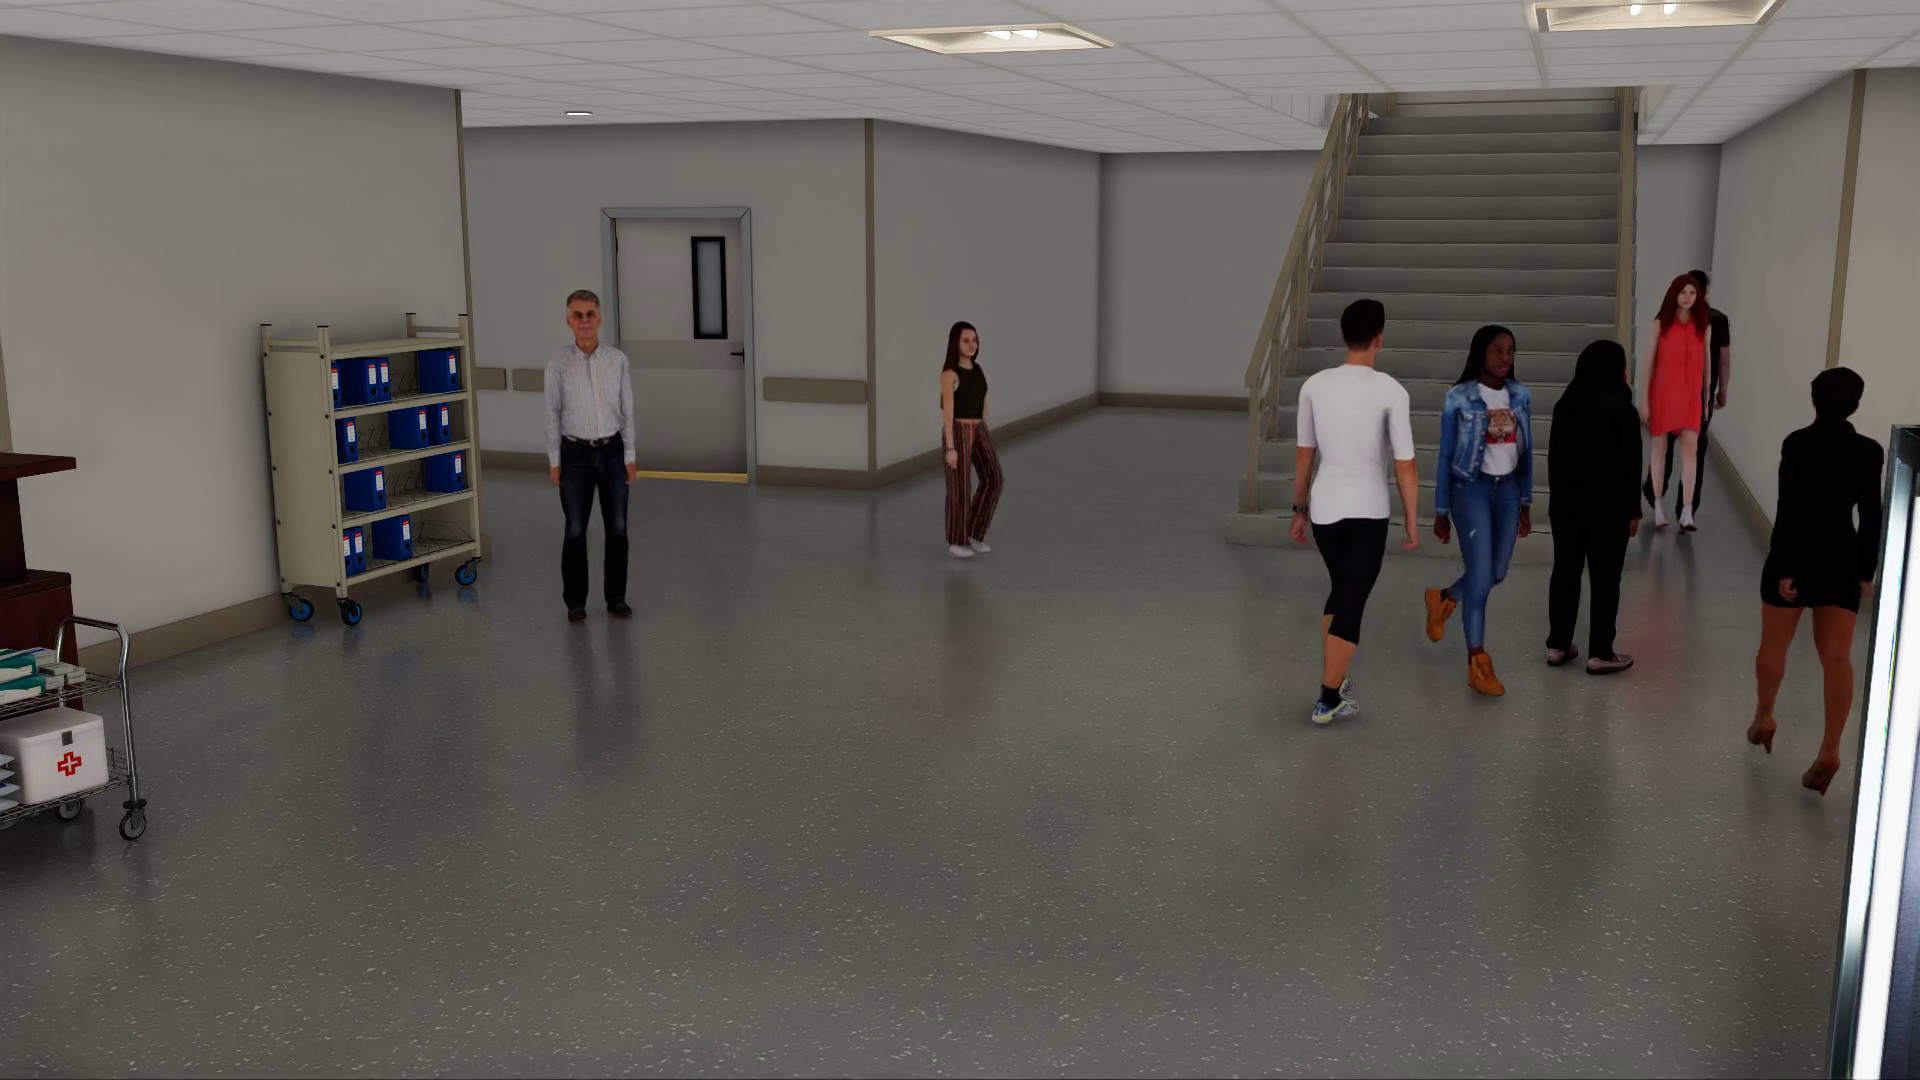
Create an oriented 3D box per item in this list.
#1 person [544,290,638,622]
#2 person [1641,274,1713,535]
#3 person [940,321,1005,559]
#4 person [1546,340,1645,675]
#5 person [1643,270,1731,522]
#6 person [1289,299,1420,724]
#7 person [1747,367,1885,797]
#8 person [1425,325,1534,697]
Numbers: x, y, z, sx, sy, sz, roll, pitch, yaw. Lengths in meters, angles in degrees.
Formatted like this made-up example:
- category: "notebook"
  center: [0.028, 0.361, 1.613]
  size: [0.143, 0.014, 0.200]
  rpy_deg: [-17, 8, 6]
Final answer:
- category: "person"
  center: [-2.024, -0.479, 9.215]
  size: [0.755, 1.821, 0.805]
  rpy_deg: [-4, 12, -21]
- category: "person"
  center: [5.035, -0.949, 11.763]
  size: [0.702, 1.794, 1.042]
  rpy_deg: [3, 11, 13]
- category: "person"
  center: [-0.017, -0.652, 10.846]
  size: [0.703, 1.551, 0.762]
  rpy_deg: [-9, 14, -38]
- category: "person"
  center: [3.085, -0.166, 8.125]
  size: [0.797, 1.612, 0.764]
  rpy_deg: [-8, 13, -36]
- category: "person"
  center: [5.212, -0.982, 11.927]
  size: [0.822, 1.799, 1.186]
  rpy_deg: [3, 11, 14]
- category: "person"
  center: [1.641, -0.097, 7.168]
  size: [0.798, 1.834, 0.843]
  rpy_deg: [9, 14, 39]
- category: "person"
  center: [3.277, 0.180, 6.340]
  size: [0.678, 1.598, 0.965]
  rpy_deg: [0, 11, 2]
- category: "person"
  center: [2.427, -0.154, 7.856]
  size: [0.980, 1.688, 1.135]
  rpy_deg: [-2, 11, -13]
